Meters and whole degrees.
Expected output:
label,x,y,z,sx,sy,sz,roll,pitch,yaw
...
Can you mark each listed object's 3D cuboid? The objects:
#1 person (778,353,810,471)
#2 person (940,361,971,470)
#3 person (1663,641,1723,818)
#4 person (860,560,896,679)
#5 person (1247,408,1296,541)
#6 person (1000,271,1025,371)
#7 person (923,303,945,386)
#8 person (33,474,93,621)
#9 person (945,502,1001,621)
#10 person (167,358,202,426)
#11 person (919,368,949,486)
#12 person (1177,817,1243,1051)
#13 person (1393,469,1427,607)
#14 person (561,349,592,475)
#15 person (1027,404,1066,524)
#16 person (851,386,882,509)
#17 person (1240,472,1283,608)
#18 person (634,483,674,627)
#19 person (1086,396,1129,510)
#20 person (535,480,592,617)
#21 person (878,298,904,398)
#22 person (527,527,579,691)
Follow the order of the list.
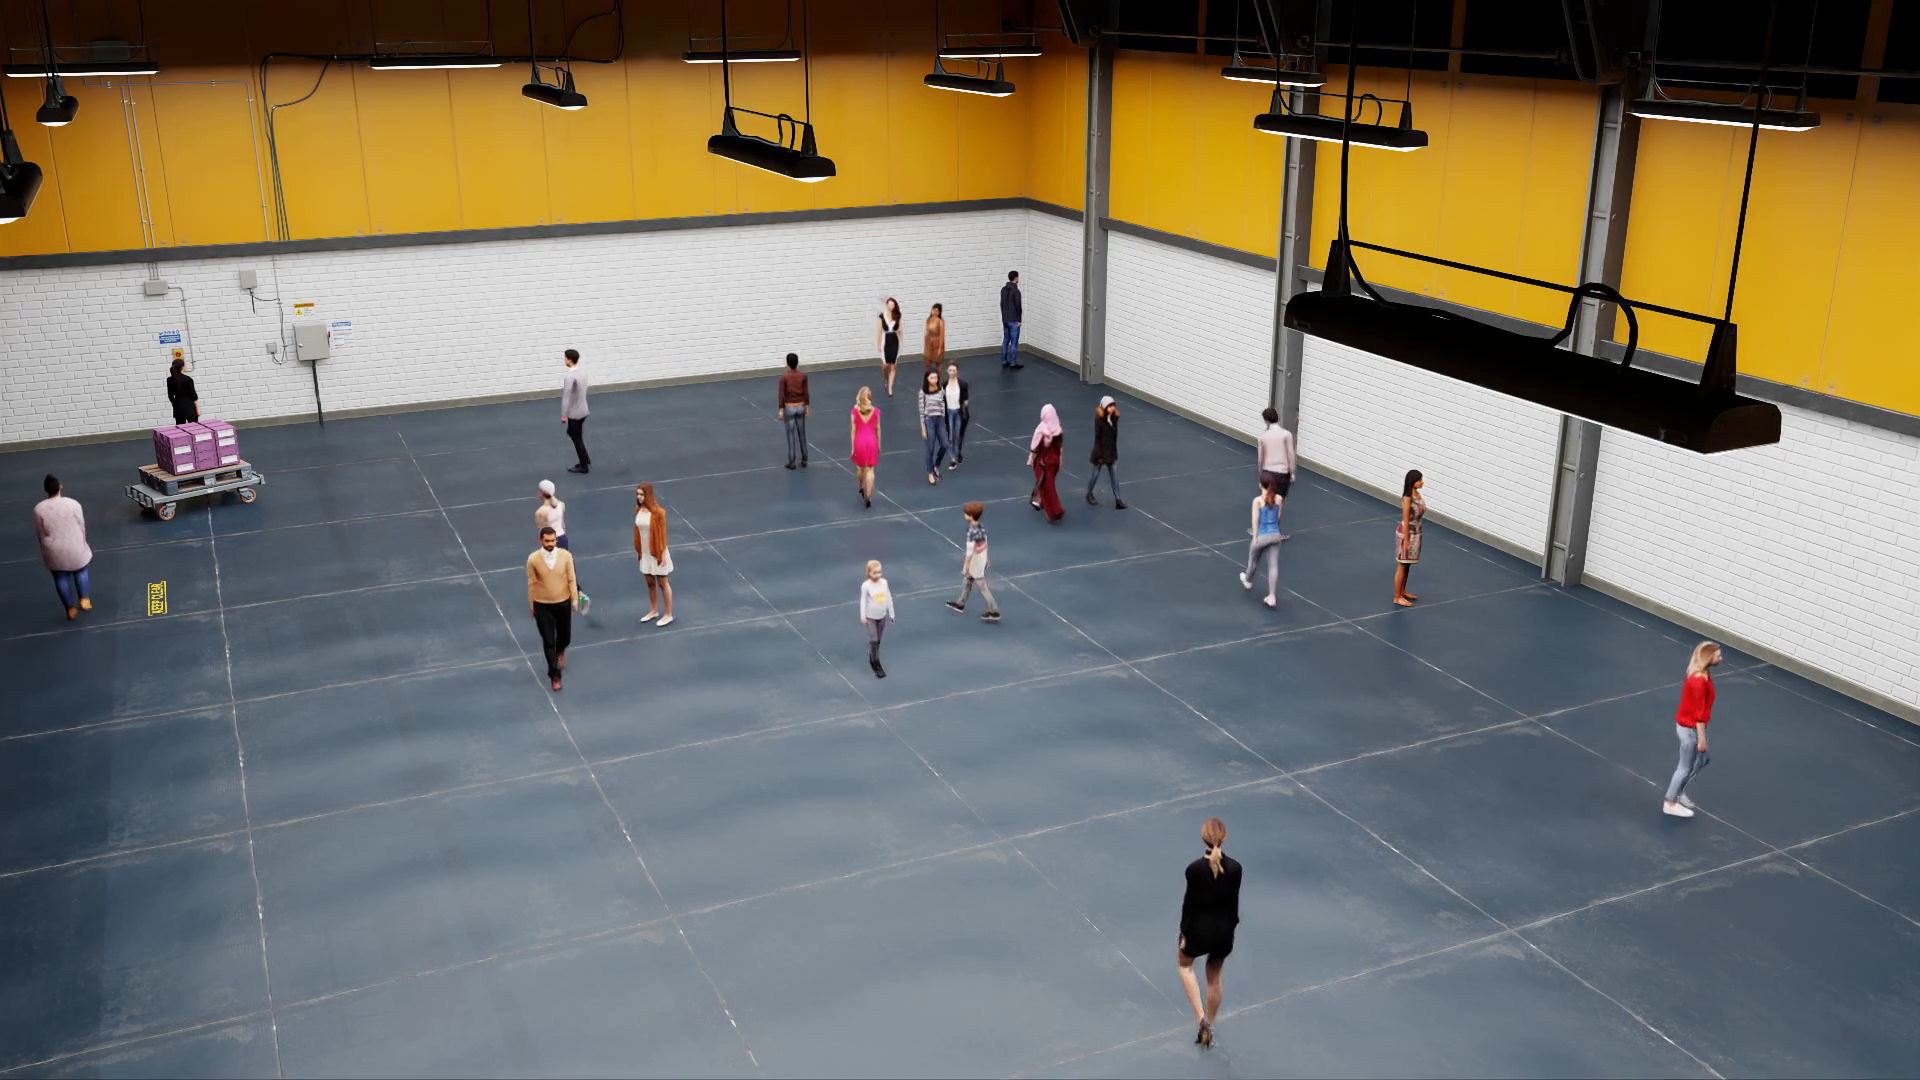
label,x,y,z,sx,sy,sz,roll,pitch,yaw
person,-2.524,-1.972,25.385,0.644,1.778,0.490,-9,20,-24
person,-0.071,-1.918,25.389,0.818,1.673,0.877,4,19,10
person,6.392,1.669,14.716,0.789,1.688,0.727,6,20,18
person,-0.941,0.803,17.953,0.563,1.263,0.754,-13,23,-34
person,4.226,-0.861,22.091,0.889,1.775,0.749,-17,25,-40
person,0.977,-4.222,31.890,0.795,1.890,0.604,-15,24,-38
person,-0.455,-3.452,29.983,0.866,1.649,0.913,12,22,31
person,-10.416,0.098,19.311,0.673,1.732,0.668,-9,21,-25
person,0.248,0.274,19.307,0.999,1.401,0.921,7,20,21
person,-11.919,-1.973,25.573,0.696,1.661,0.718,2,19,6
person,-0.441,-1.677,24.514,0.612,1.775,0.589,-10,21,-28
person,1.716,2.756,11.390,0.676,1.749,0.747,-4,19,-11
person,5.366,-0.052,19.893,0.738,1.645,0.724,10,21,28
person,-5.686,-1.923,25.030,0.902,1.912,0.784,2,19,7
person,1.234,-1.044,22.895,0.786,1.609,1.137,-13,23,-34
person,-1.329,-1.287,23.476,0.784,1.699,1.023,-2,19,-5
person,3.680,0.026,19.790,0.717,1.564,1.100,-4,19,-12
person,-3.528,0.141,19.211,0.678,1.715,0.759,10,21,28
person,1.984,-1.227,23.462,0.713,1.593,1.065,-11,22,-31
person,-4.631,0.135,19.271,1.105,1.687,0.914,12,22,33
person,-1.259,-3.468,29.813,0.658,1.787,0.693,-4,19,-12
person,-4.314,0.671,17.614,0.710,1.728,1.087,-7,20,-19
